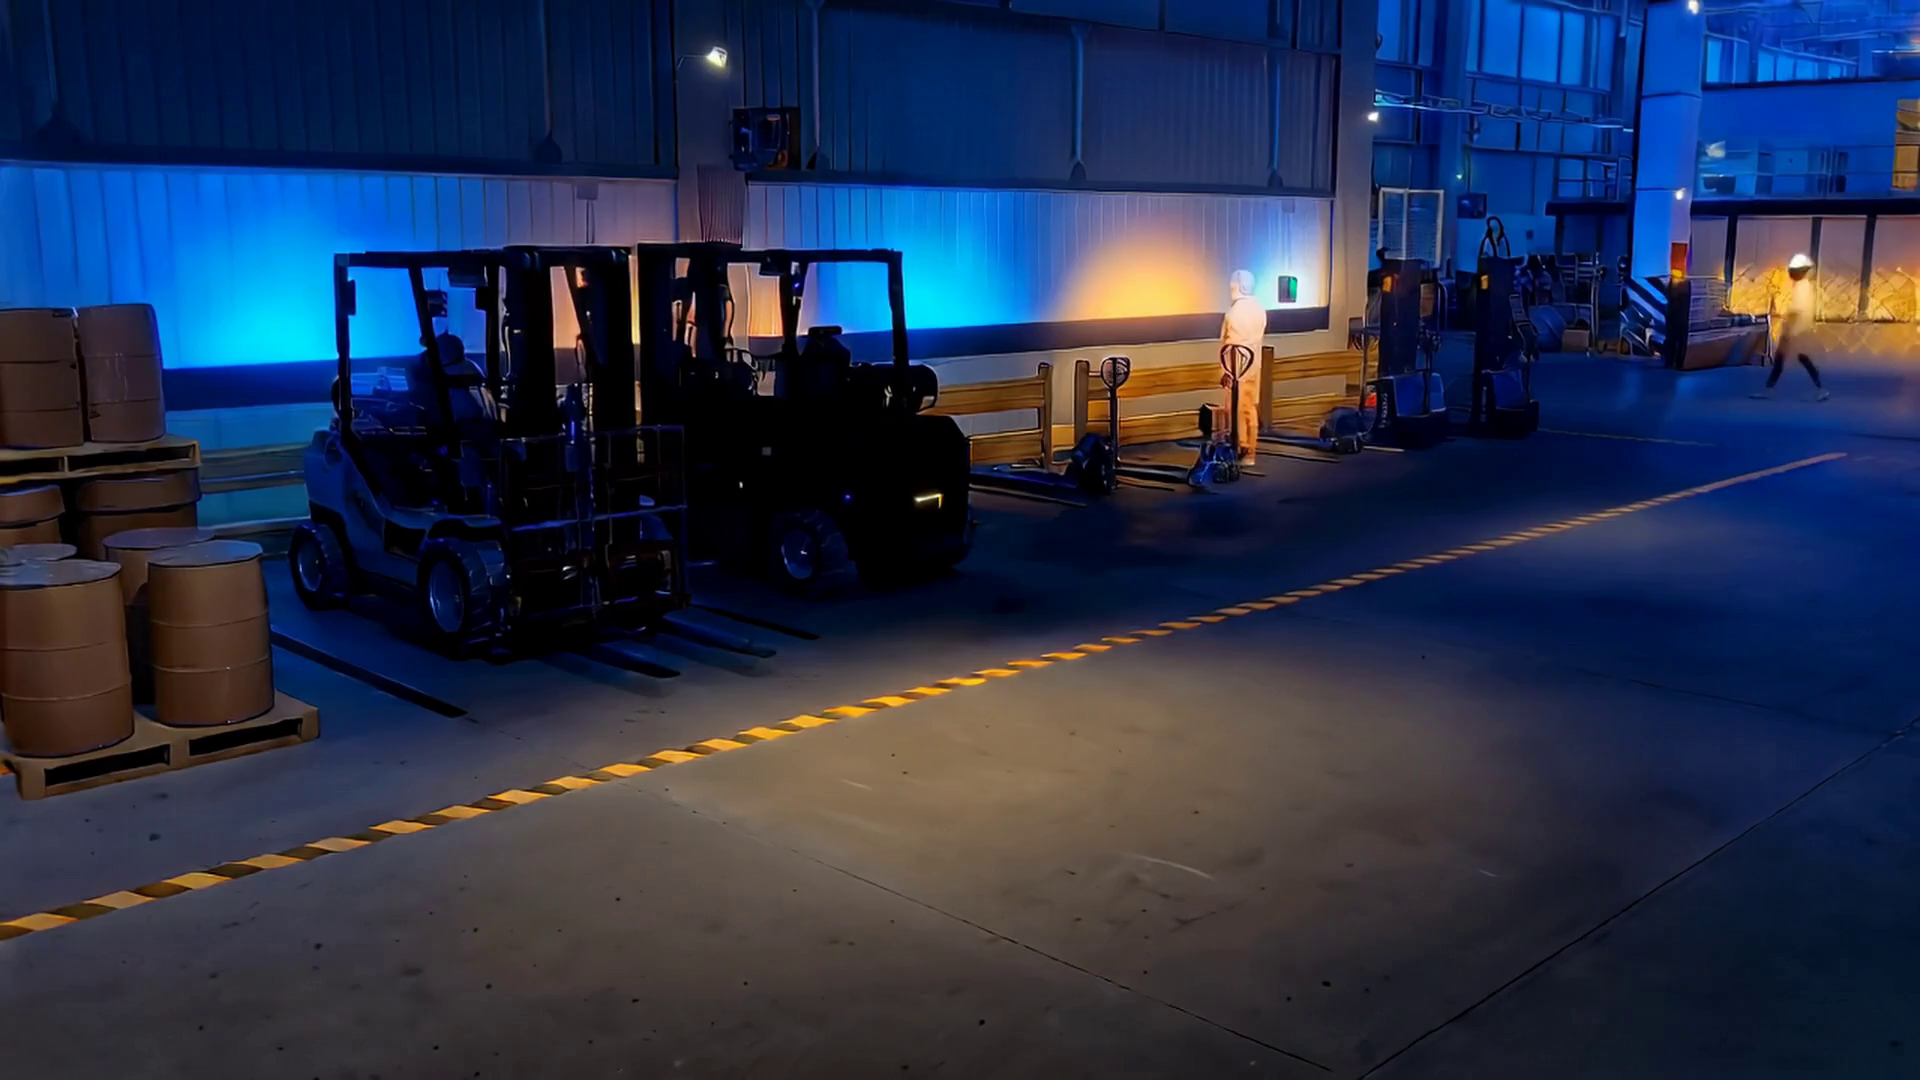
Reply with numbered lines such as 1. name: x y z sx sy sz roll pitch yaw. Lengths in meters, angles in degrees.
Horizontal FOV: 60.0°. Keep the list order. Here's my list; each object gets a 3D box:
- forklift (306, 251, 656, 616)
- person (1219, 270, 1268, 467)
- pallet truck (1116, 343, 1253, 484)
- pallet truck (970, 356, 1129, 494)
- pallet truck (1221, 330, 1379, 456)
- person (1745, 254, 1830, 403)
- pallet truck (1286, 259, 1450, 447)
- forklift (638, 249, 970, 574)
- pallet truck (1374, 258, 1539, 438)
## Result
1. forklift: -2.833 -0.669 9.694 1.157 1.987 2.680 -10 14 -44
2. person: 2.722 -1.666 16.196 0.410 1.909 0.643 6 12 31
3. pallet truck: 1.962 -1.215 15.415 1.522 1.261 0.704 10 14 43
4. pallet truck: 0.784 -1.085 14.876 0.680 1.201 1.601 -10 14 -44
5. pallet truck: 3.563 -1.581 17.381 0.653 1.274 1.630 -10 14 -44
6. person: 11.237 -2.831 22.334 1.032 1.994 0.623 6 12 29
7. pallet truck: 4.493 -2.078 18.196 0.823 1.965 1.885 -9 14 -40
8. forklift: -1.173 -0.958 11.239 2.680 1.987 1.157 10 14 43
9. pallet truck: 5.704 -2.208 18.901 1.885 1.965 0.823 10 14 43
